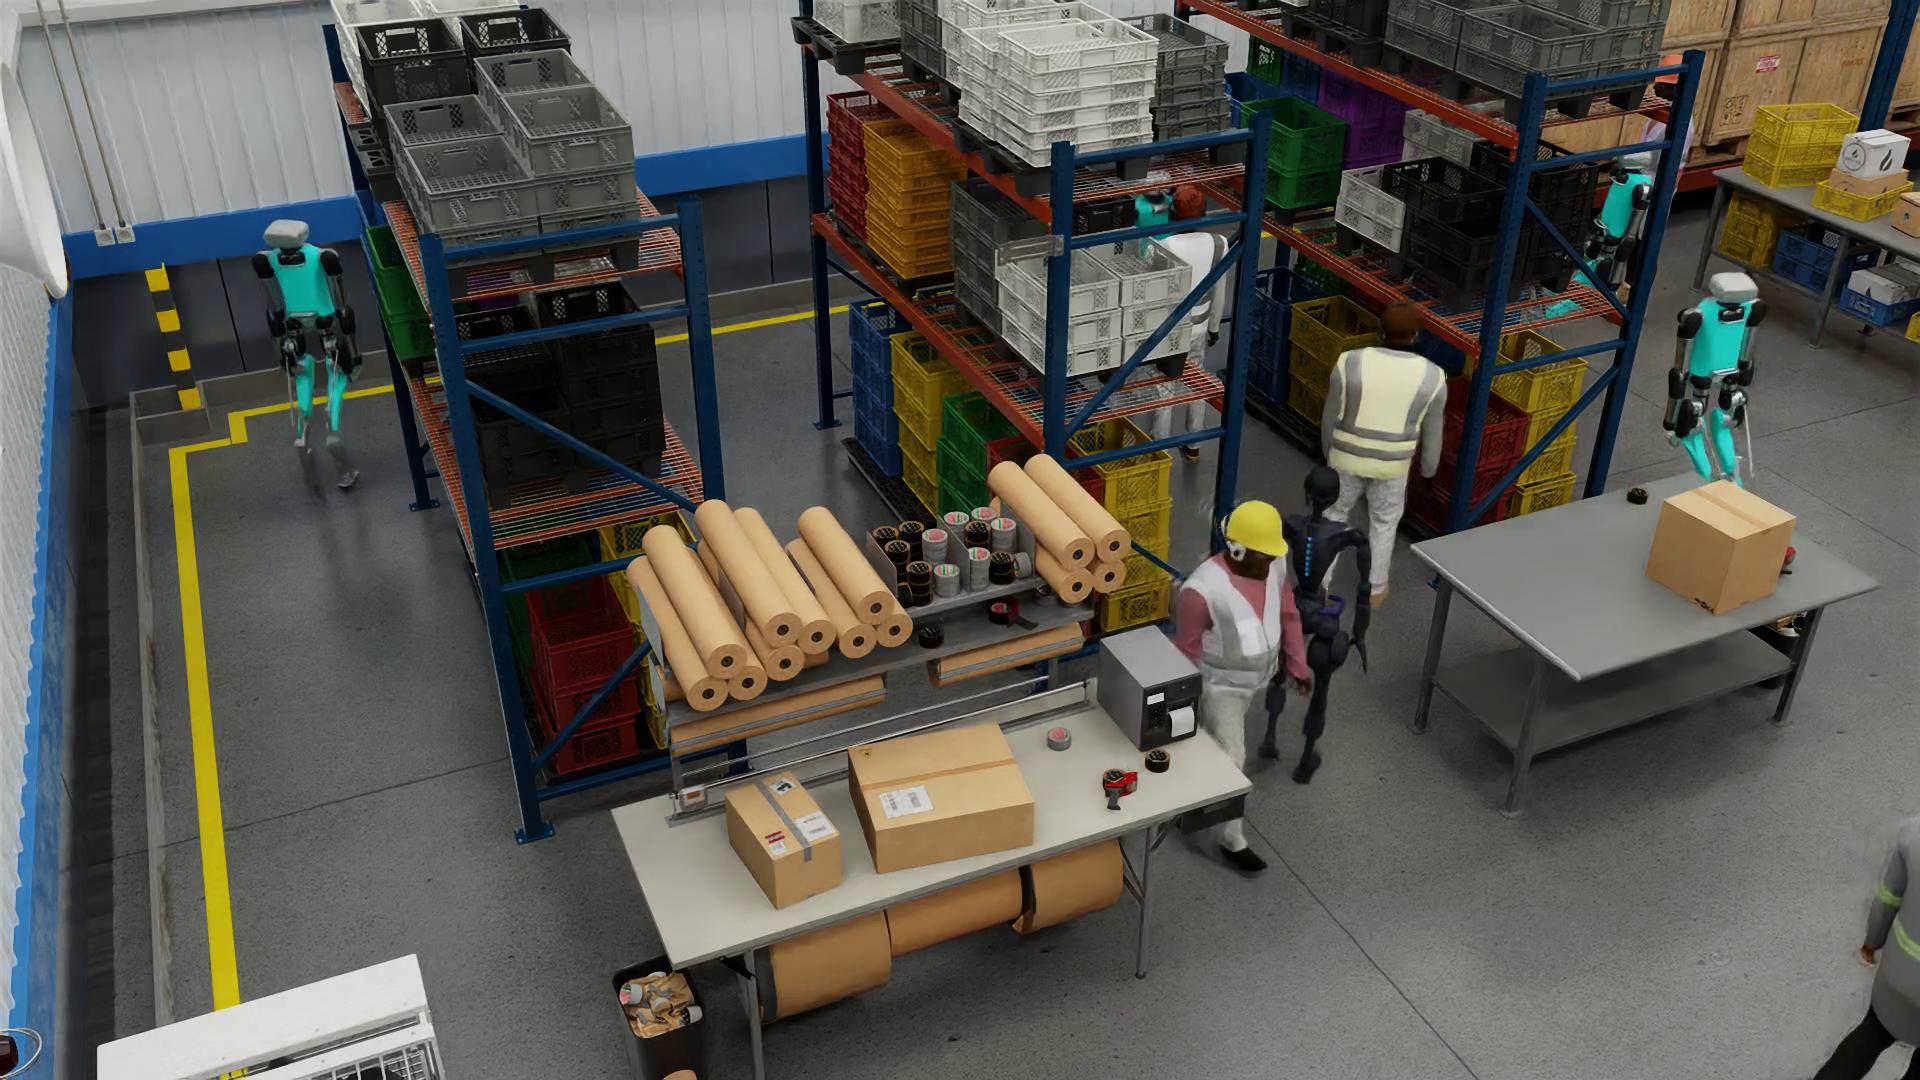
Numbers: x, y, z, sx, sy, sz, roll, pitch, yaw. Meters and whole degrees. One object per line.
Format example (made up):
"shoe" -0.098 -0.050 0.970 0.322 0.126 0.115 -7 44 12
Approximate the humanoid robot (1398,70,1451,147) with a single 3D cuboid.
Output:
"humanoid robot" 3.763 -3.234 13.892 0.600 1.641 0.396 -1 32 -2

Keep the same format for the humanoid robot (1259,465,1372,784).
"humanoid robot" 1.668 0.410 7.958 0.609 1.639 0.356 12 34 18

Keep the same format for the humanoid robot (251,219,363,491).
"humanoid robot" -4.010 -1.020 10.265 0.555 1.839 0.664 0 32 0

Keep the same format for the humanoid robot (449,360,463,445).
"humanoid robot" -3.187 -1.265 10.683 0.491 1.648 0.615 -10 33 -16

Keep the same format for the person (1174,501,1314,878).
"person" 1.308 0.650 7.450 0.597 1.795 0.783 -26 40 -35

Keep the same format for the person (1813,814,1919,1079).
"person" 3.440 1.581 5.911 0.620 1.832 0.595 -15 35 -23

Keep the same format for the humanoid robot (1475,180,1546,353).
"humanoid robot" 3.748 -1.736 11.435 0.599 1.655 0.315 -4 32 -7

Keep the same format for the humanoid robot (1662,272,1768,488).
"humanoid robot" 4.422 -0.569 9.574 0.570 1.843 0.795 -8 32 -13

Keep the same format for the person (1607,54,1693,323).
"person" 5.202 -2.638 12.565 0.376 2.043 0.606 0 32 1

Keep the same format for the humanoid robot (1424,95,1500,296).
"humanoid robot" 3.984 -2.389 12.492 0.541 1.759 1.032 -22 38 -31

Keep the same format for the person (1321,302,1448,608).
"person" 2.285 -0.423 9.178 0.702 1.823 0.482 6 32 10

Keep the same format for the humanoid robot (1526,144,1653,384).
"humanoid robot" 4.300 -1.907 11.576 0.740 1.696 0.532 -1 32 -2

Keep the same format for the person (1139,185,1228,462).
"person" 1.397 -1.345 10.615 0.585 1.882 0.342 -10 33 -16

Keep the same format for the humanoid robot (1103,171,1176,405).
"humanoid robot" 1.165 -1.731 11.408 0.549 1.785 0.795 -13 34 -21
